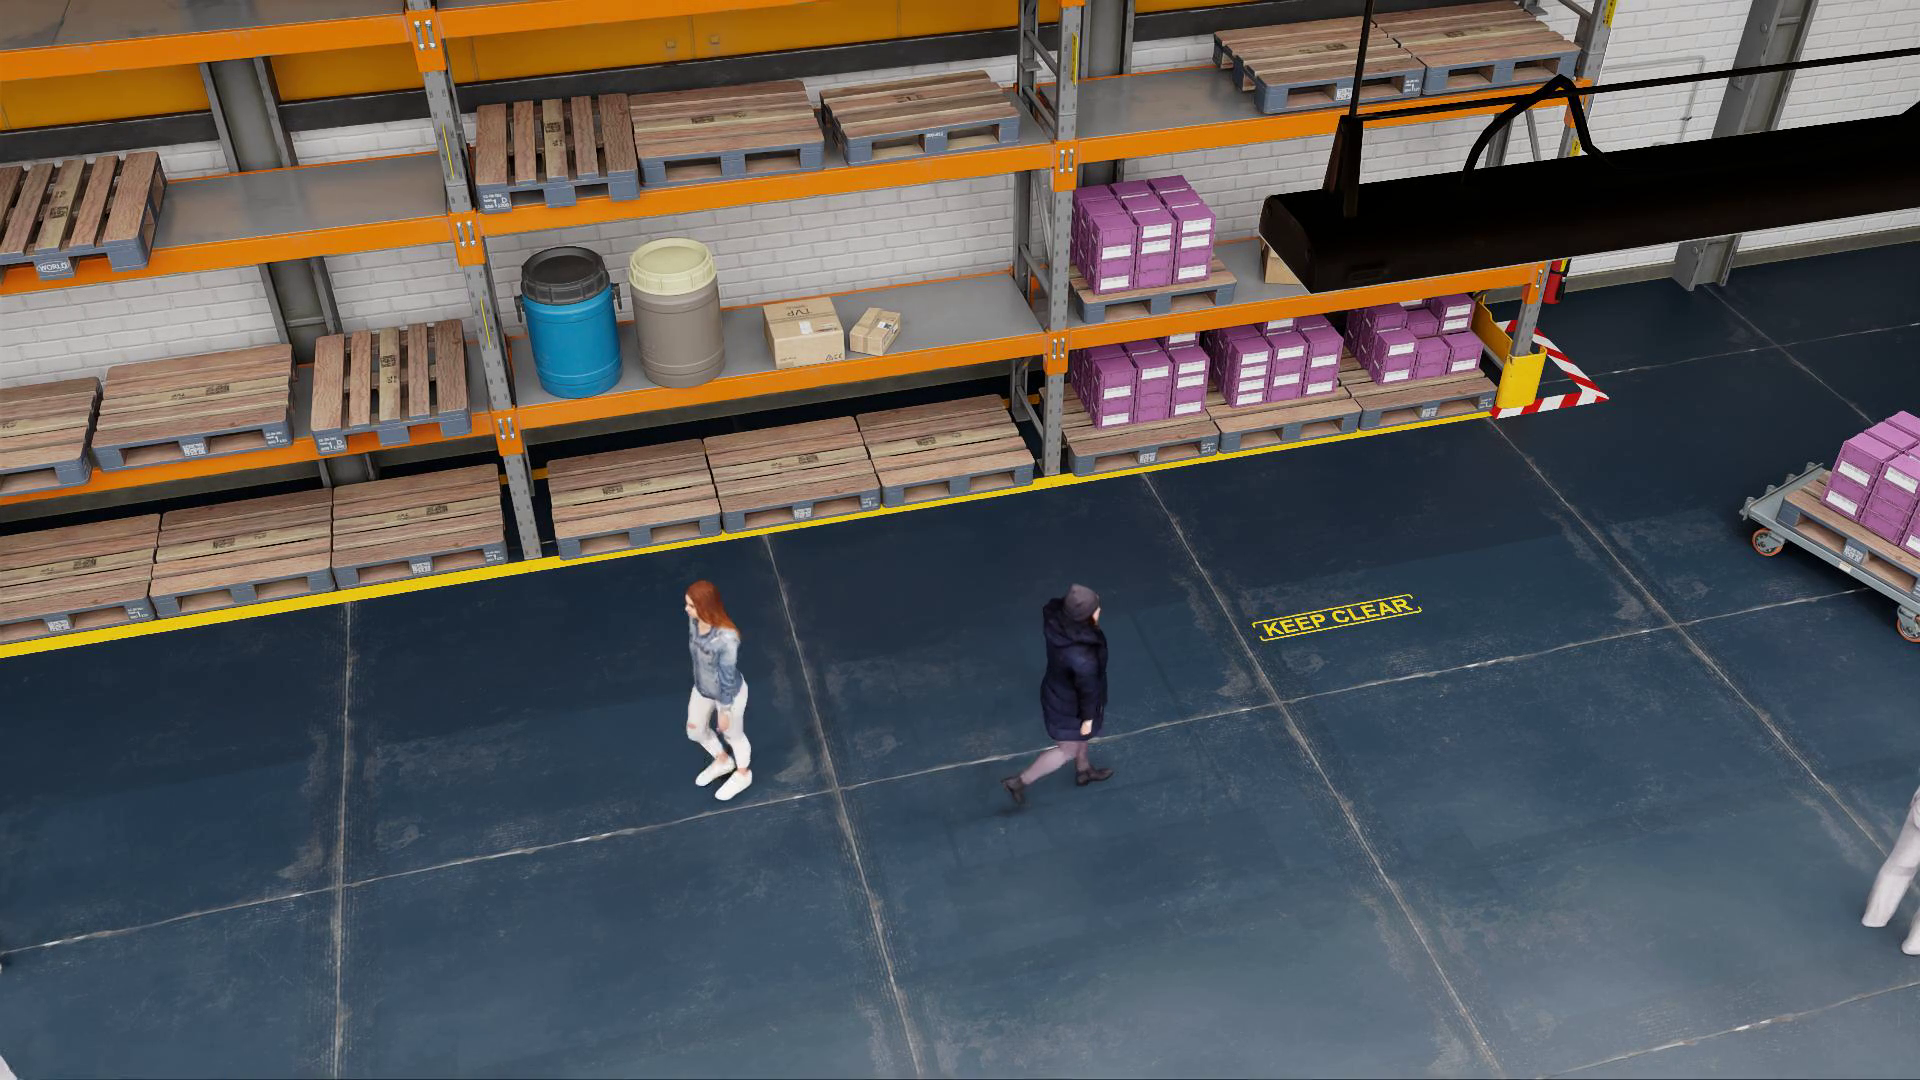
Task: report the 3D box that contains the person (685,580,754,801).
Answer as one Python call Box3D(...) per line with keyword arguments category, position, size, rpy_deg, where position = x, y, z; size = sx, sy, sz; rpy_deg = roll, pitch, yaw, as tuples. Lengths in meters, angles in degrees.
Box3D(category="person", position=(-1.362, 0.868, 9.965), size=(0.723, 1.690, 0.707), rpy_deg=(-32, 48, -33))

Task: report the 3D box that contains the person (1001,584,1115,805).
Box3D(category="person", position=(0.597, 0.951, 9.887), size=(0.996, 1.657, 0.681), rpy_deg=(-11, 40, -14))

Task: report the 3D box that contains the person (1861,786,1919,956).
Box3D(category="person", position=(5.388, 1.562, 9.059), size=(0.654, 1.736, 0.697), rpy_deg=(-24, 44, -27))
